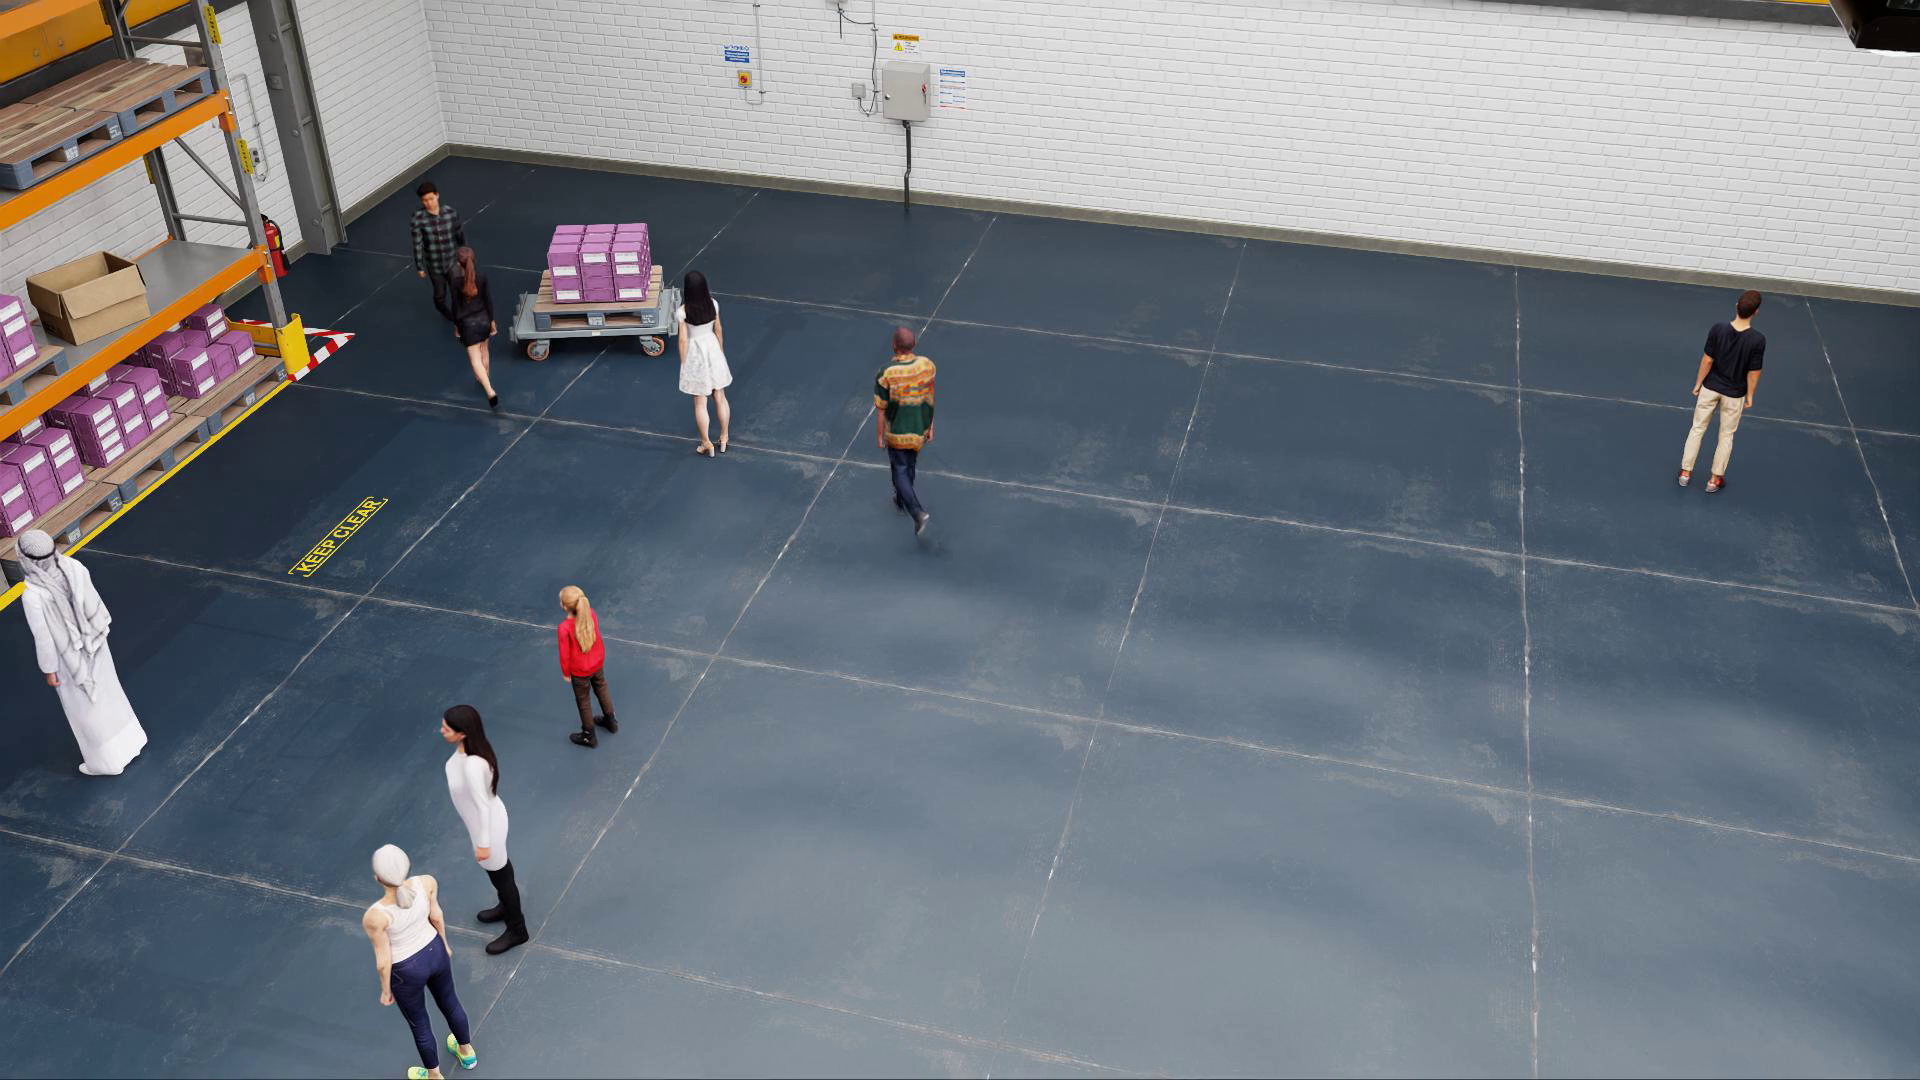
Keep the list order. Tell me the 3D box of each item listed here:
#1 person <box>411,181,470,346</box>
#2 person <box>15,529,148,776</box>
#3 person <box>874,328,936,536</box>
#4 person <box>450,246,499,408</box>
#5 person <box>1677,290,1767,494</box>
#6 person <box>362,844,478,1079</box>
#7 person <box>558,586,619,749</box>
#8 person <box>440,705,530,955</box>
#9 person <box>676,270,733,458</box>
[{"bbox_3d":[-5.218,-2.855,16.803,1.075,1.681,1.156,-14,36,-20],"label":"person"},{"bbox_3d":[-5.896,0.753,11.100,0.732,1.913,0.555,9,35,13],"label":"person"},{"bbox_3d":[-0.410,-0.874,13.661,1.081,1.786,1.185,-14,36,-20],"label":"person"},{"bbox_3d":[-4.526,-1.995,15.576,0.982,1.534,1.007,-20,39,-27],"label":"person"},{"bbox_3d":[6.519,-1.270,14.191,0.688,1.859,0.631,19,38,27],"label":"person"},{"bbox_3d":[-2.917,2.304,8.956,0.734,1.702,0.590,22,40,30],"label":"person"},{"bbox_3d":[-2.596,0.858,11.514,0.607,1.280,0.505,21,39,29],"label":"person"},{"bbox_3d":[-2.783,1.680,9.800,0.749,1.807,0.647,-10,35,-15],"label":"person"},{"bbox_3d":[-2.269,-1.559,14.702,0.775,1.774,0.836,-18,38,-25],"label":"person"}]
